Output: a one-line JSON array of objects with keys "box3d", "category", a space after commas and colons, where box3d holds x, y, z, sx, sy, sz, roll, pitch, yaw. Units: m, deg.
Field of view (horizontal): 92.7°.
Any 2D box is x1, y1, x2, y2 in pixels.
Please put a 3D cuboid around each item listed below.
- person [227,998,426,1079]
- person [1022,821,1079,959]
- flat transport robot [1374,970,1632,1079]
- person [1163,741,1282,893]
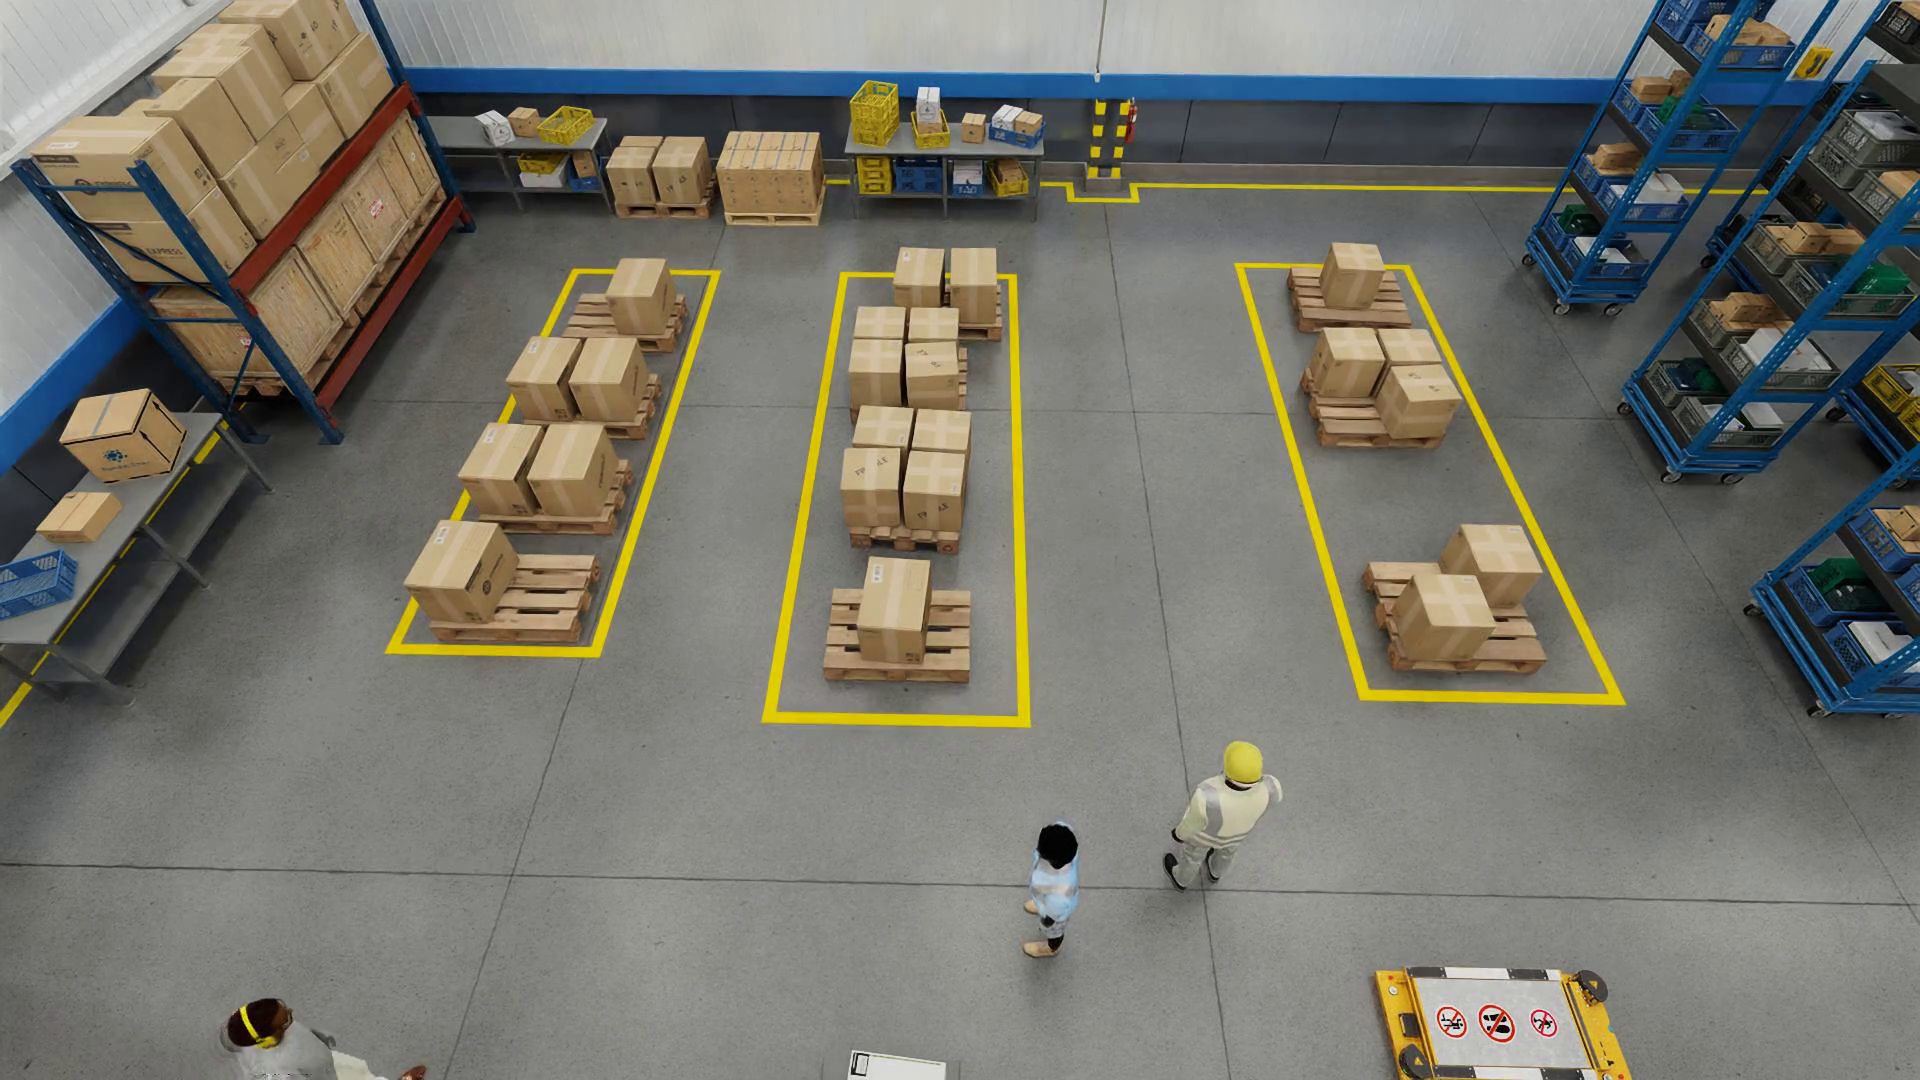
[{"box3d": [-3.561, 2.965, 5.049, 0.524, 1.844, 0.557, 36, 59, 26], "category": "person"}, {"box3d": [0.581, 2.199, 5.766, 0.319, 1.690, 0.534, 5, 51, 4], "category": "person"}, {"box3d": [3.501, 3.133, 5.914, 1.431, 0.197, 0.652, 1, 51, 1], "category": "flat transport robot"}, {"box3d": [1.677, 1.826, 5.981, 0.599, 1.827, 0.403, -10, 51, -8], "category": "person"}]
